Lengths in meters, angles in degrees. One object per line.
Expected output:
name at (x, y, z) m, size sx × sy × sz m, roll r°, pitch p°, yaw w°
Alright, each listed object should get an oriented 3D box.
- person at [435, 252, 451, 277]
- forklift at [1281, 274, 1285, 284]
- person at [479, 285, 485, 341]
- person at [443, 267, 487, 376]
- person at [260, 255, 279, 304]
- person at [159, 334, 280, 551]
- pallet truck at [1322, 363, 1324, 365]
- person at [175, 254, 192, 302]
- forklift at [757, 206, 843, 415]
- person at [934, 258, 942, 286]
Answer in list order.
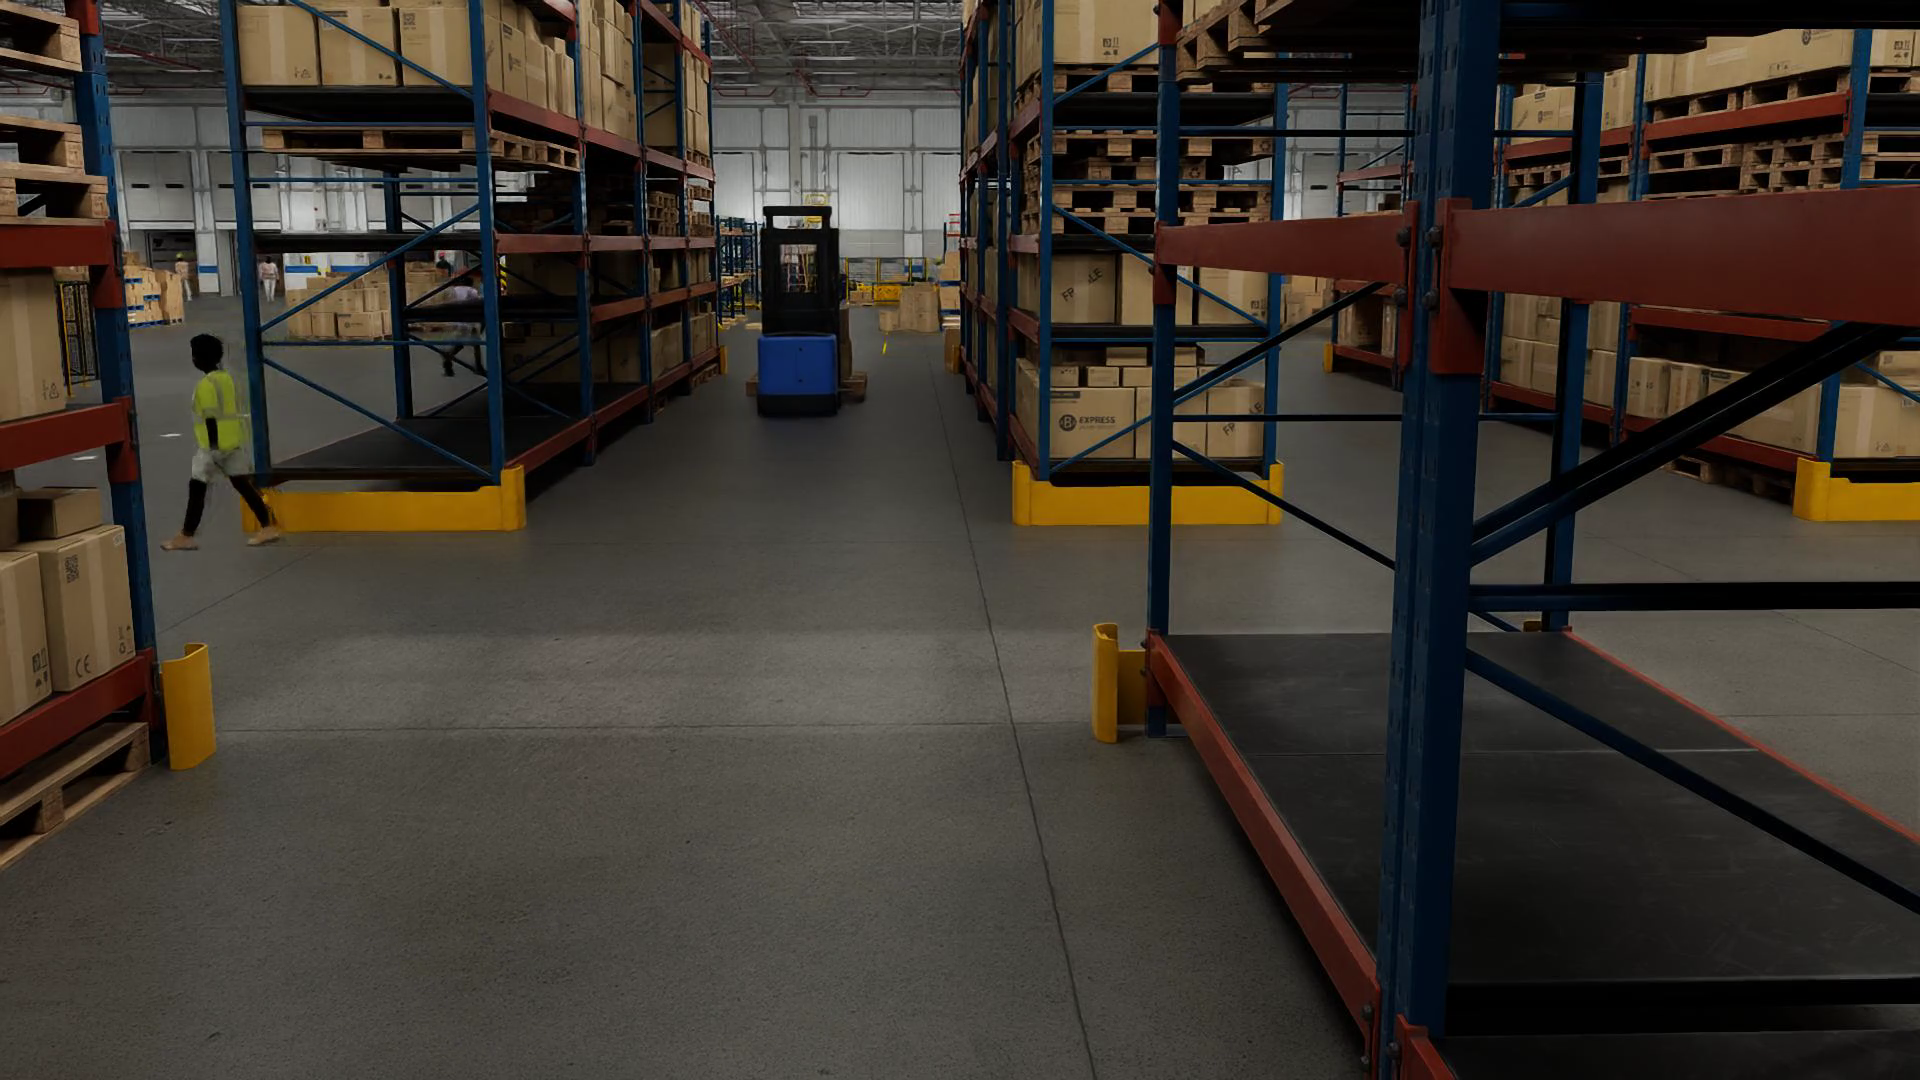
person at (-19.152, -9.647, 61.388) m, size 0.651 × 1.974 × 0.625 m, roll 6°, pitch 12°, yaw 29°
forklift at (12.240, -10.302, 62.509) m, size 1.129 × 2.768 × 1.873 m, roll 0°, pitch 10°, yaw -2°
person at (-11.028, -5.436, 38.810) m, size 0.853 × 1.662 × 0.532 m, roll 4°, pitch 11°, yaw 20°
person at (-8.689, -3.811, 29.105) m, size 0.550 × 1.905 × 0.887 m, roll 5°, pitch 11°, yaw 25°
person at (-26.099, -9.854, 62.981) m, size 0.647 × 1.808 × 0.867 m, roll -8°, pitch 13°, yaw -36°
person at (-5.654, -0.732, 12.661) m, size 0.857 × 1.654 × 0.539 m, roll 0°, pitch 10°, yaw -1°
pallet truck at (7.712, -4.157, 30.737) m, size 1.885 × 1.965 × 0.823 m, roll 3°, pitch 11°, yaw 16°
person at (-30.401, -10.235, 64.950) m, size 1.011 × 1.869 × 0.612 m, roll 6°, pitch 12°, yaw 29°
forklift at (-2.206, -3.175, 22.808) m, size 1.129 × 2.768 × 1.873 m, roll 0°, pitch 10°, yaw -2°
person at (-0.818, -10.097, 64.665) m, size 0.892 × 1.689 × 0.501 m, roll -10°, pitch 14°, yaw -44°
